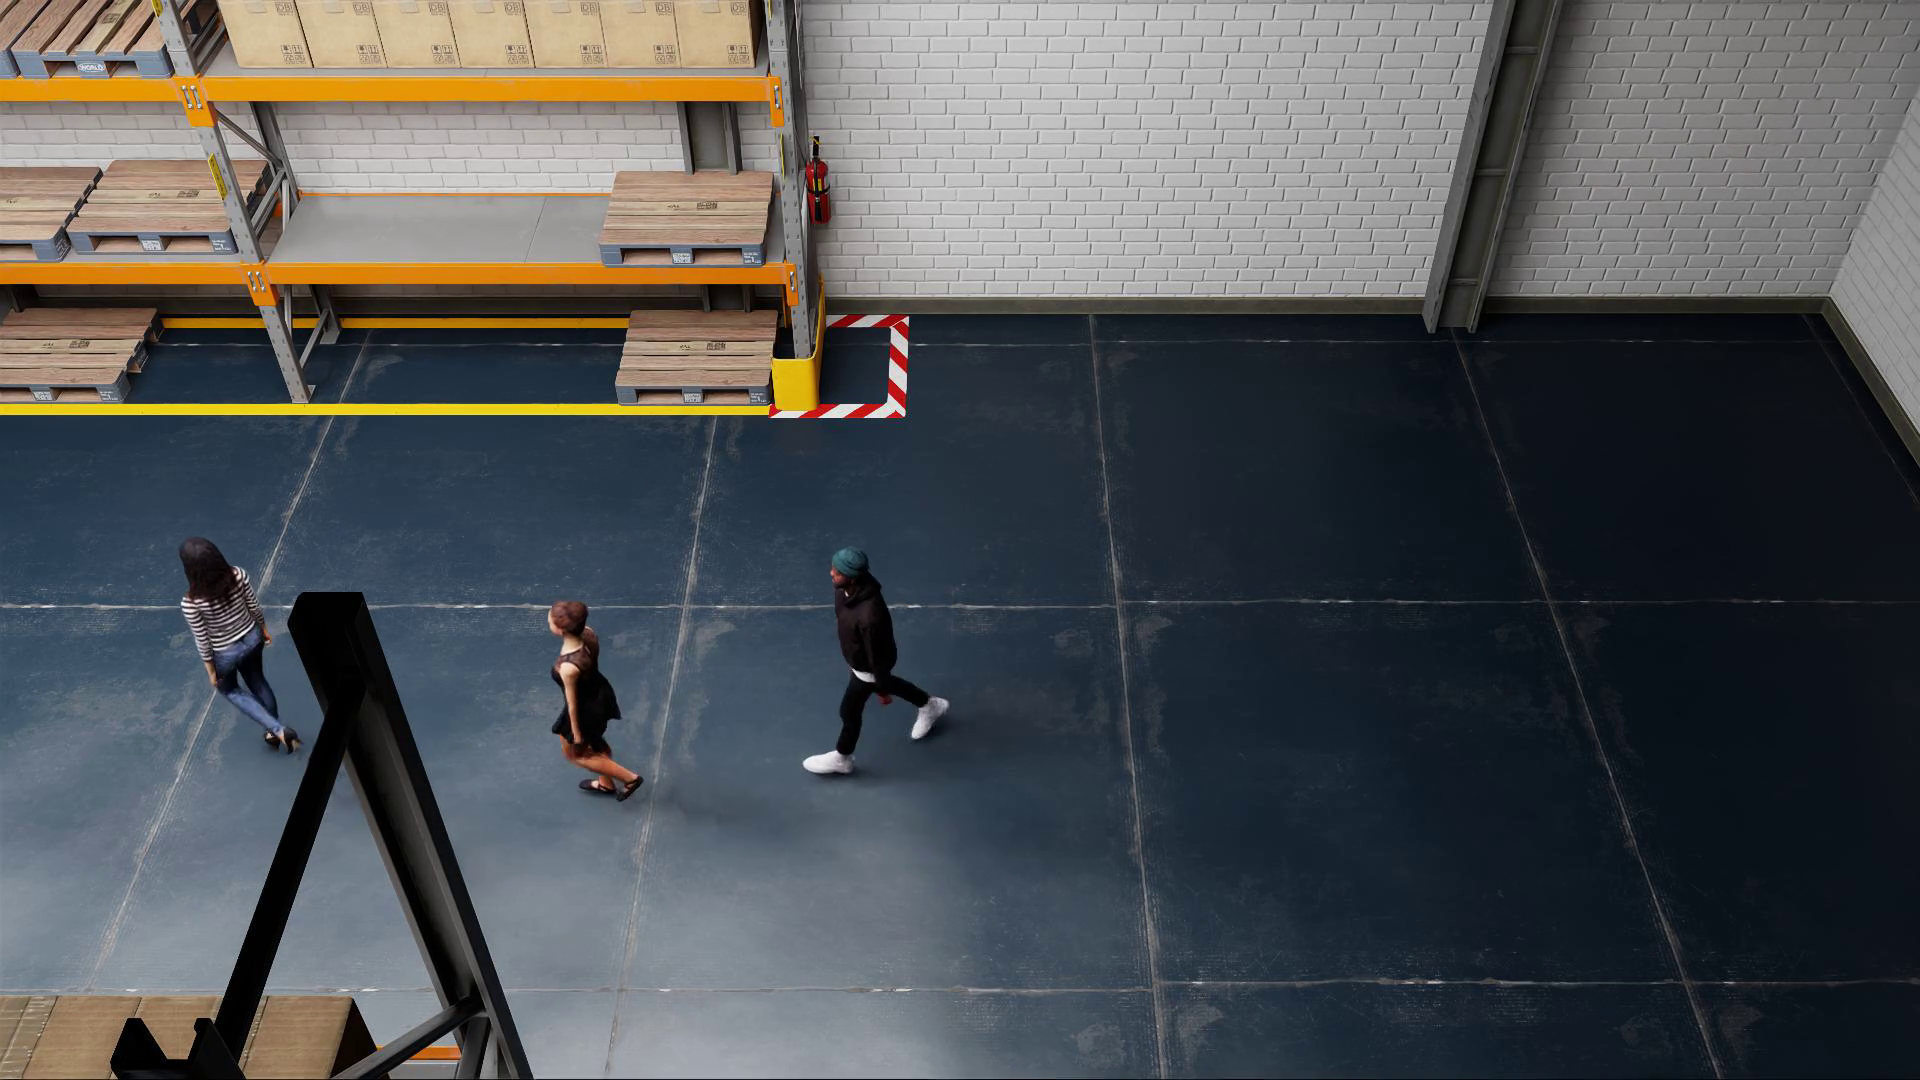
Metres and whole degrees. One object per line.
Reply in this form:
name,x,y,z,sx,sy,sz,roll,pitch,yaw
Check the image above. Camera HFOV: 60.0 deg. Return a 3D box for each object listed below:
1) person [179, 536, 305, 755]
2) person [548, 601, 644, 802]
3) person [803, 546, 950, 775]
person,-4.273,0.715,9.960,0.873,1.777,0.801,26,50,25
person,-2.113,0.988,9.756,0.711,1.663,0.634,6,44,6
person,-0.452,0.682,9.987,1.314,1.787,0.971,-15,46,-15
